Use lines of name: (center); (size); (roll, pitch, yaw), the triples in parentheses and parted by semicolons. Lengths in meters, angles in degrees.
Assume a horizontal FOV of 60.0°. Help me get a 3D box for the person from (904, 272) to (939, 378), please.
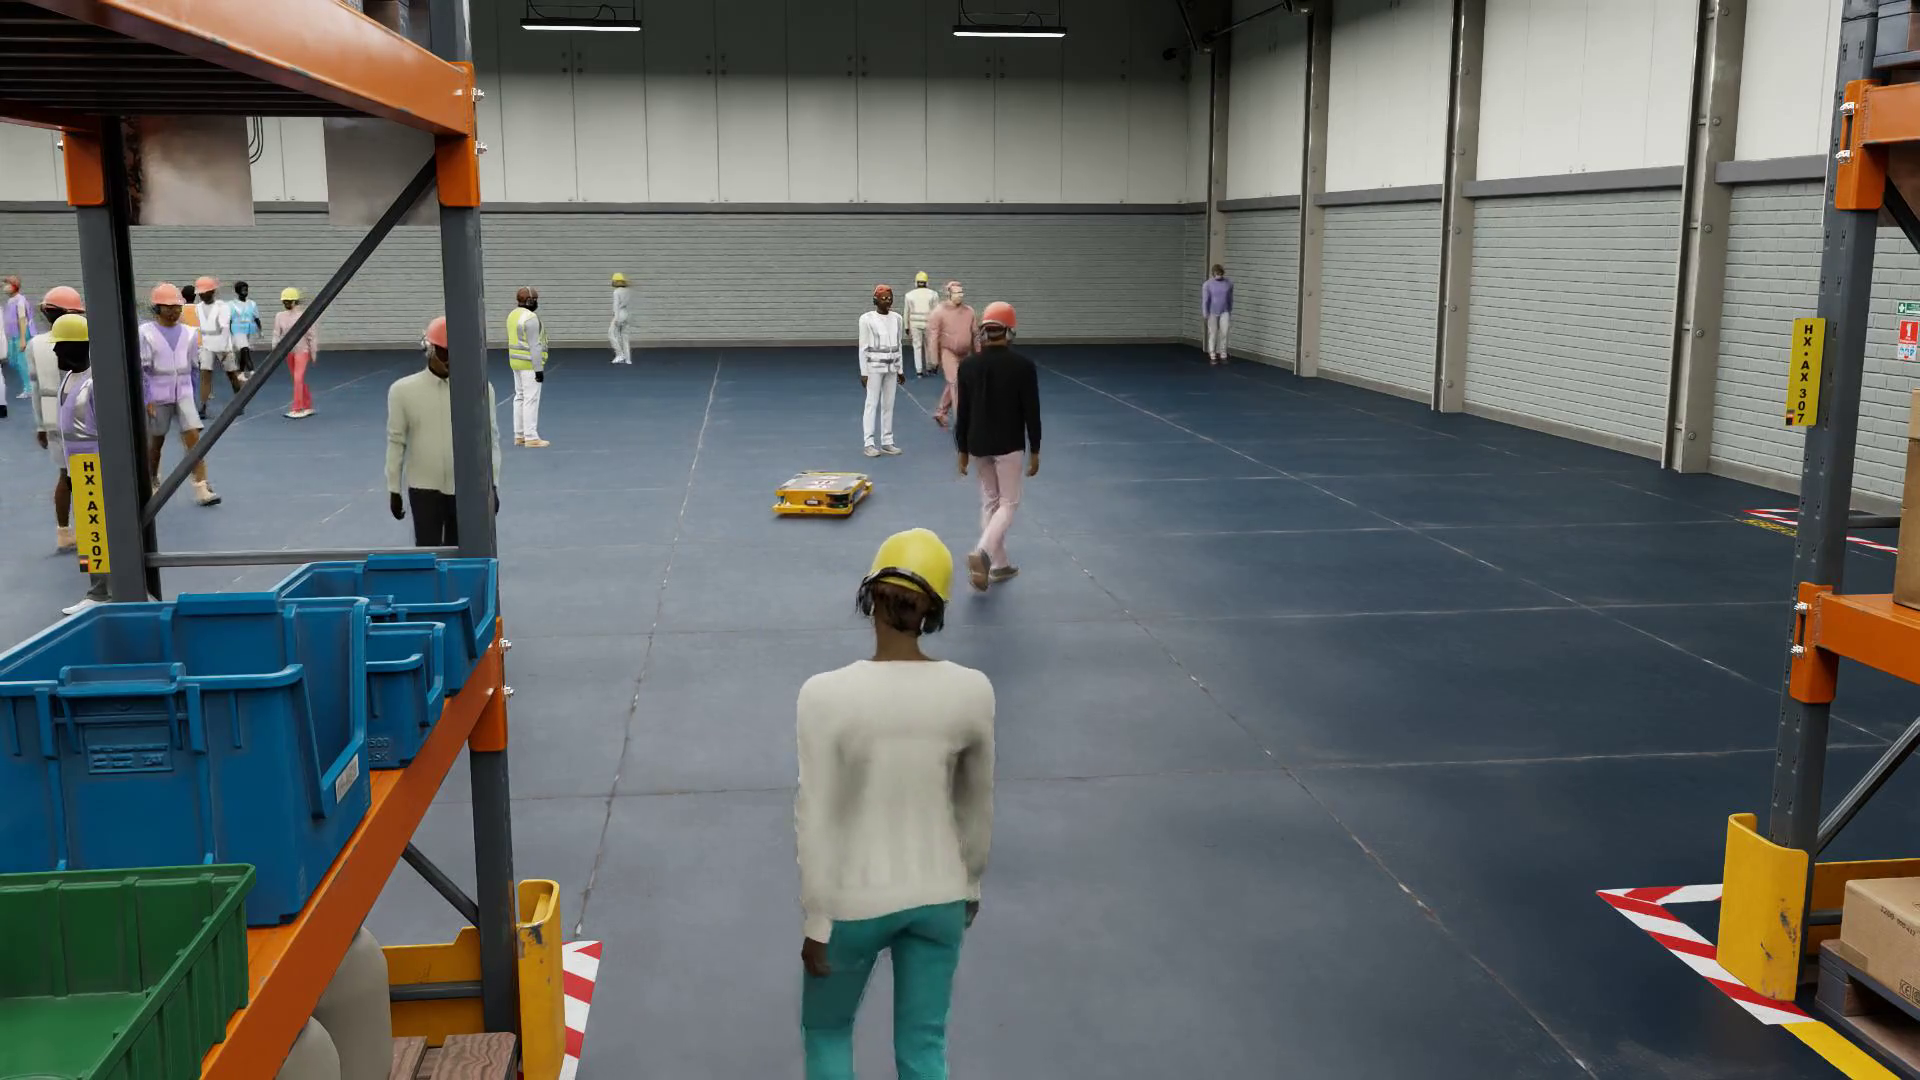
person: (-0.646, -3.703, 28.645); (0.626, 1.788, 0.890); (0, 10, 3)

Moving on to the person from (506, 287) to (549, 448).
person: (-4.955, -1.982, 19.130); (0.428, 1.836, 0.627); (-8, 13, -37)

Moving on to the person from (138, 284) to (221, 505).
person: (-7.111, -1.303, 14.991); (1.068, 1.993, 0.614); (9, 14, 42)

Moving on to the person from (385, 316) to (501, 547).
person: (-2.950, -0.298, 9.549); (0.633, 1.943, 0.850); (-5, 11, -25)

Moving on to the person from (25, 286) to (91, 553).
person: (-6.668, -0.882, 12.537); (0.625, 2.038, 0.431); (5, 11, 24)

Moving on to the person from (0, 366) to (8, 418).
person: (-9.055, -1.290, 15.315); (0.655, 1.828, 0.495); (2, 11, 13)

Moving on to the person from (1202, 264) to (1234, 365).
person: (4.825, -4.229, 31.239); (0.646, 1.895, 0.604); (-1, 10, -8)

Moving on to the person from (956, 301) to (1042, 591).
person: (0.227, -0.637, 11.362); (0.627, 1.974, 0.832); (6, 12, 30)

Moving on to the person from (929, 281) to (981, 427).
person: (-0.074, -2.295, 20.761); (0.654, 1.866, 0.973); (-8, 13, -36)

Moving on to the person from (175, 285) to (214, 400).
person: (-11.287, -2.897, 24.502); (0.535, 1.697, 0.318); (-4, 11, -21)

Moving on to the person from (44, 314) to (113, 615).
person: (-5.475, -0.450, 10.452); (0.585, 1.928, 0.368); (9, 14, 40)

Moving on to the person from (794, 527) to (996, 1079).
person: (-0.136, 0.843, 3.907); (0.537, 1.722, 0.494); (-5, 11, -24)

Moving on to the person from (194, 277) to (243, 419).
person: (-9.898, -2.545, 22.084); (0.575, 1.868, 1.011); (2, 11, 13)

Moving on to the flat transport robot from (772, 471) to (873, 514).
flat transport robot: (-1.212, -0.434, 14.906); (0.652, 0.197, 1.431); (1, 10, 6)

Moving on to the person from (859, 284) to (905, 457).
person: (-0.858, -1.865, 18.326); (0.583, 1.882, 0.337); (-8, 13, -39)

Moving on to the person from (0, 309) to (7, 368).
person: (-12.666, -2.422, 21.466); (0.637, 1.867, 0.988); (-1, 10, -4)

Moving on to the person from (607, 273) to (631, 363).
person: (-6.483, -4.207, 31.594); (0.466, 1.725, 0.502); (3, 11, 16)

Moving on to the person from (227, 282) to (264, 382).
person: (-11.715, -3.404, 27.364); (0.847, 1.649, 0.557); (6, 12, 30)

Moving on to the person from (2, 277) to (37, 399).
person: (-13.958, -2.996, 24.724); (0.625, 1.816, 0.449); (10, 14, 43)

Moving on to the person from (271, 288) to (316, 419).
person: (-8.821, -2.451, 21.968); (0.522, 1.731, 0.893); (3, 11, 16)
